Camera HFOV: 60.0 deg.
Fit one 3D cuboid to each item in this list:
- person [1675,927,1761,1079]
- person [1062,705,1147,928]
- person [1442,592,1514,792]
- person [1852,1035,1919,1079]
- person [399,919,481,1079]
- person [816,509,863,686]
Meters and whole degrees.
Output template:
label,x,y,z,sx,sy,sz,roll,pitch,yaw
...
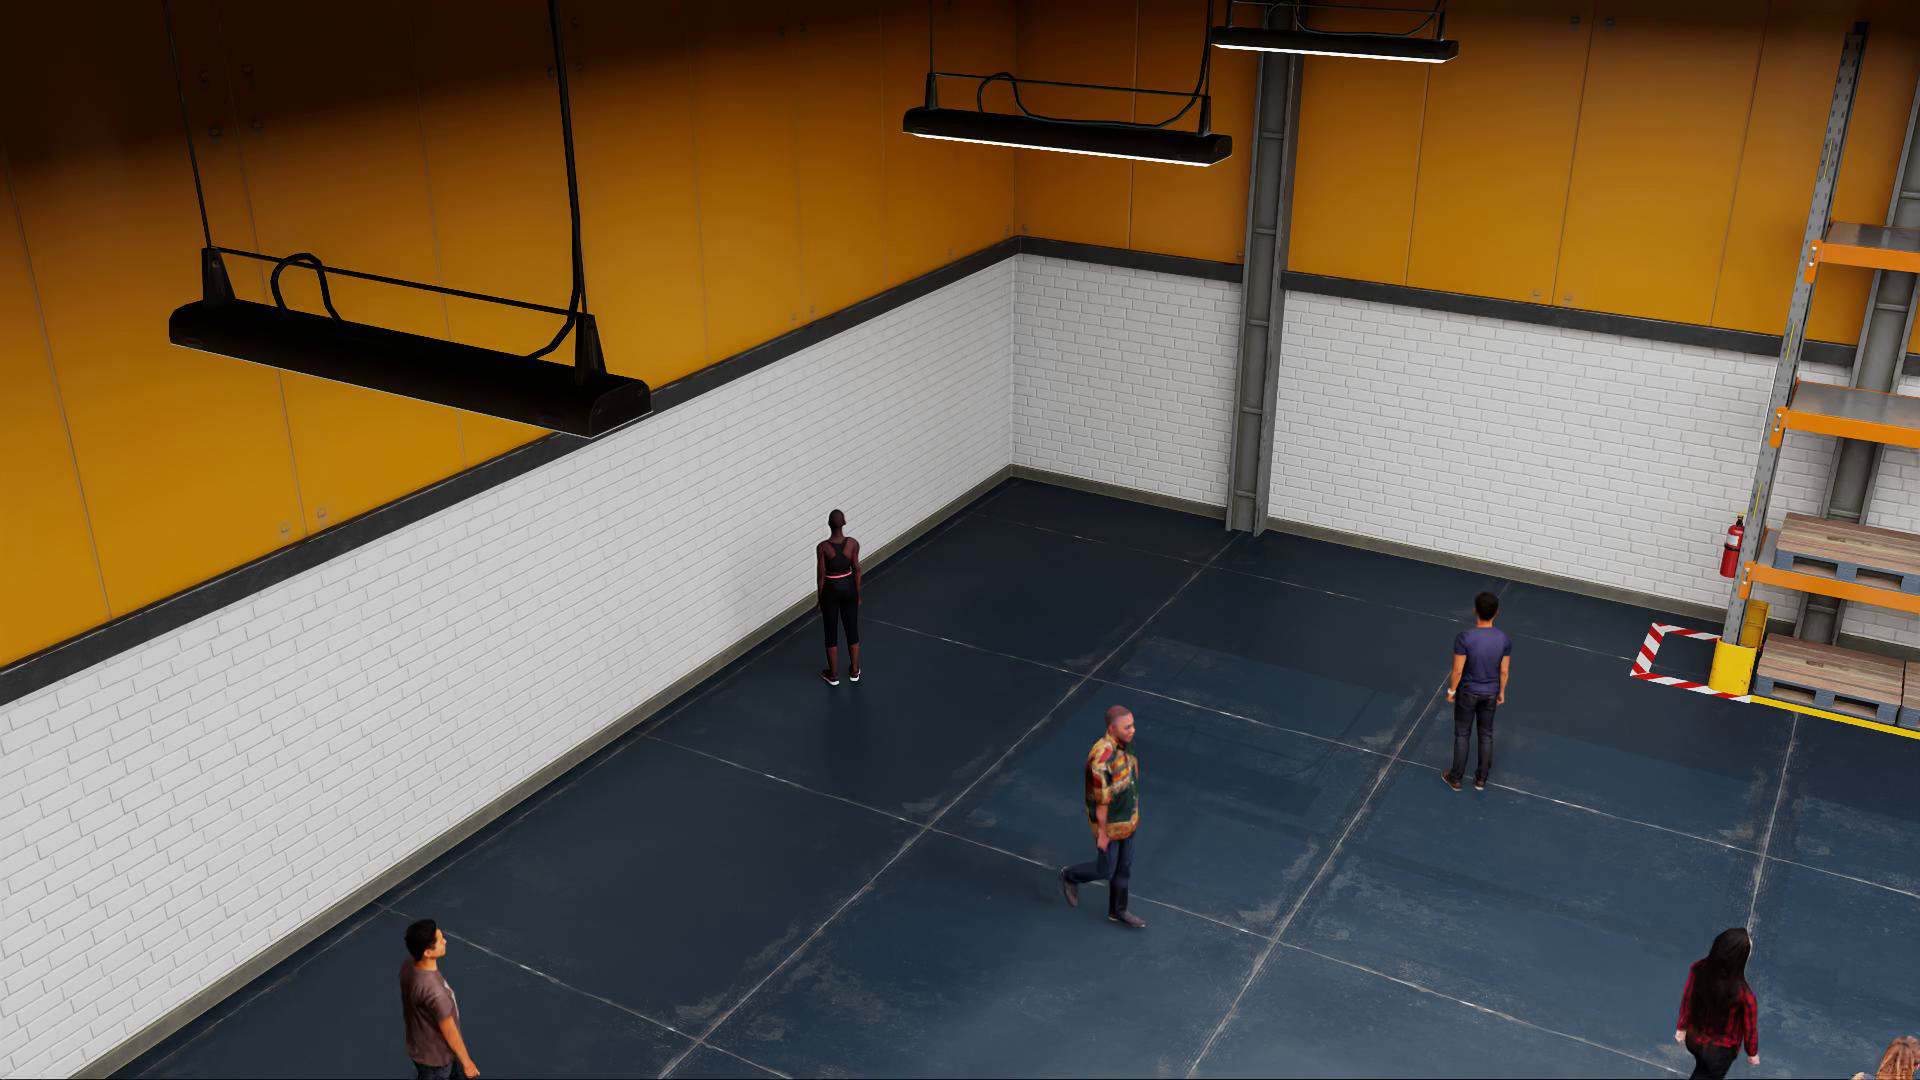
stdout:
label,x,y,z,sx,sy,sz,roll,pitch,yaw
person,4.435,3.085,9.971,1.019,1.623,1.034,-10,25,-21
person,1.051,2.011,12.212,0.944,1.796,0.725,15,28,31
person,4.329,1.277,13.907,0.657,1.784,0.784,0,24,-1
person,4.909,3.450,9.043,1.020,1.698,0.671,15,28,31
person,-3.218,3.060,9.884,1.036,1.740,1.098,-14,27,-28
person,-1.139,0.524,15.662,0.672,1.758,0.720,-8,25,-17
